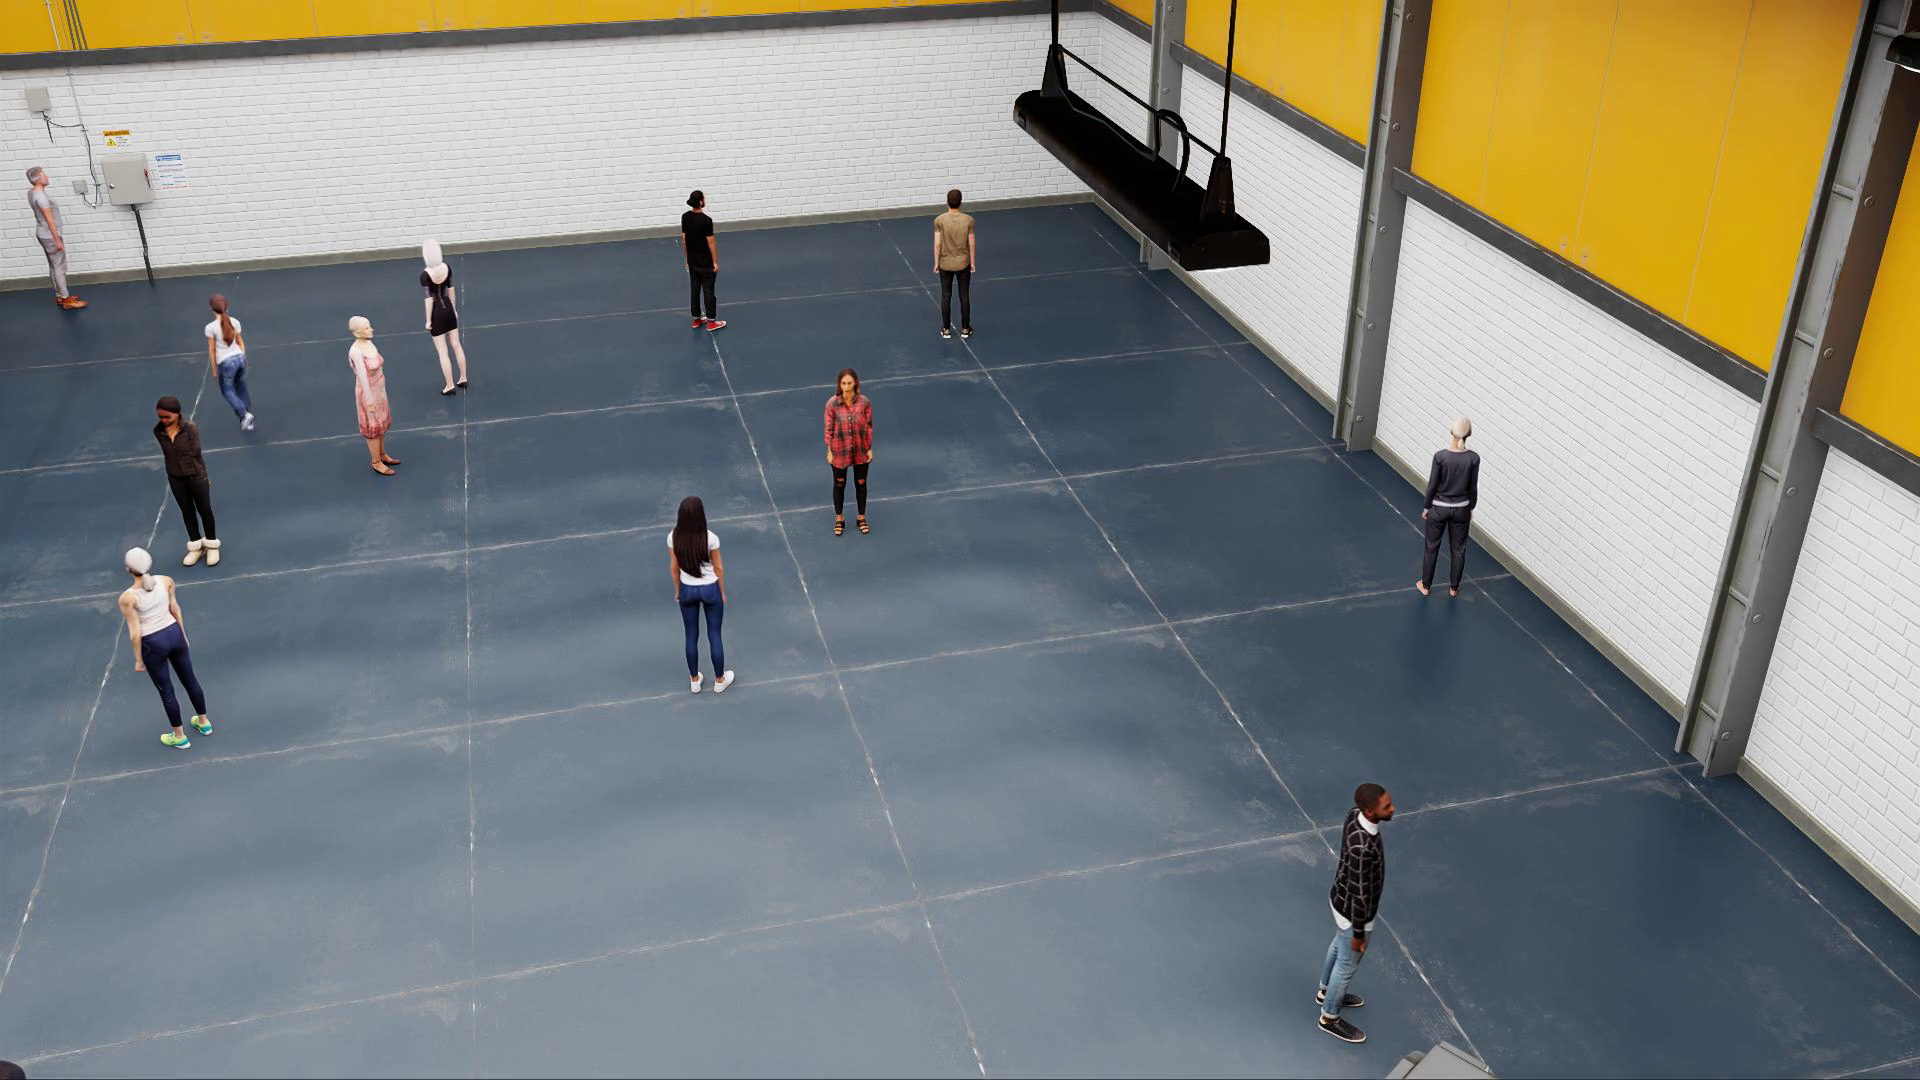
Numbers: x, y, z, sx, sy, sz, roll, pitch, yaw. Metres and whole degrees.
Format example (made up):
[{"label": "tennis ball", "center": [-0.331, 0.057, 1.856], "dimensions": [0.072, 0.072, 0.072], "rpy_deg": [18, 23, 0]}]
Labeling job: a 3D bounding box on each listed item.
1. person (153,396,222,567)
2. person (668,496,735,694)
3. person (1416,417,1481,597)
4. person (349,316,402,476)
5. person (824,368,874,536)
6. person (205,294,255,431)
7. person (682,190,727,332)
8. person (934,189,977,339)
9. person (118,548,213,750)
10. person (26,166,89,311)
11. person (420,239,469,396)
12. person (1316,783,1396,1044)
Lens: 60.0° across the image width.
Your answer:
[{"label": "person", "center": [-7.173, -0.592, 15.453], "dimensions": [0.656, 1.661, 0.604], "rpy_deg": [-7, 29, -13]}, {"label": "person", "center": [-2.100, 0.445, 13.432], "dimensions": [0.654, 1.775, 0.639], "rpy_deg": [3, 29, 6]}, {"label": "person", "center": [4.372, -0.302, 14.855], "dimensions": [0.679, 1.726, 0.645], "rpy_deg": [3, 29, 5]}, {"label": "person", "center": [-6.053, -1.495, 17.077], "dimensions": [0.693, 1.692, 0.562], "rpy_deg": [-1, 29, -3]}, {"label": "person", "center": [-1.049, -0.851, 15.885], "dimensions": [0.638, 1.703, 0.580], "rpy_deg": [-4, 29, -7]}, {"label": "person", "center": [-7.838, -1.882, 17.940], "dimensions": [0.833, 1.545, 0.734], "rpy_deg": [25, 37, 37]}, {"label": "person", "center": [-3.215, -3.477, 20.642], "dimensions": [0.704, 1.757, 0.764], "rpy_deg": [15, 32, 26]}, {"label": "person", "center": [-0.069, -3.390, 20.384], "dimensions": [0.719, 1.851, 0.652], "rpy_deg": [0, 29, 0]}, {"label": "person", "center": [-6.142, 0.823, 12.817], "dimensions": [0.727, 1.701, 0.679], "rpy_deg": [18, 33, 29]}, {"label": "person", "center": [-11.660, -3.878, 21.301], "dimensions": [0.828, 1.831, 0.671], "rpy_deg": [-23, 36, -35]}, {"label": "person", "center": [-5.866, -2.527, 18.824], "dimensions": [0.709, 1.829, 0.659], "rpy_deg": [17, 33, 28]}, {"label": "person", "center": [2.394, 2.219, 10.134], "dimensions": [0.810, 1.820, 0.657], "rpy_deg": [5, 29, 10]}]
